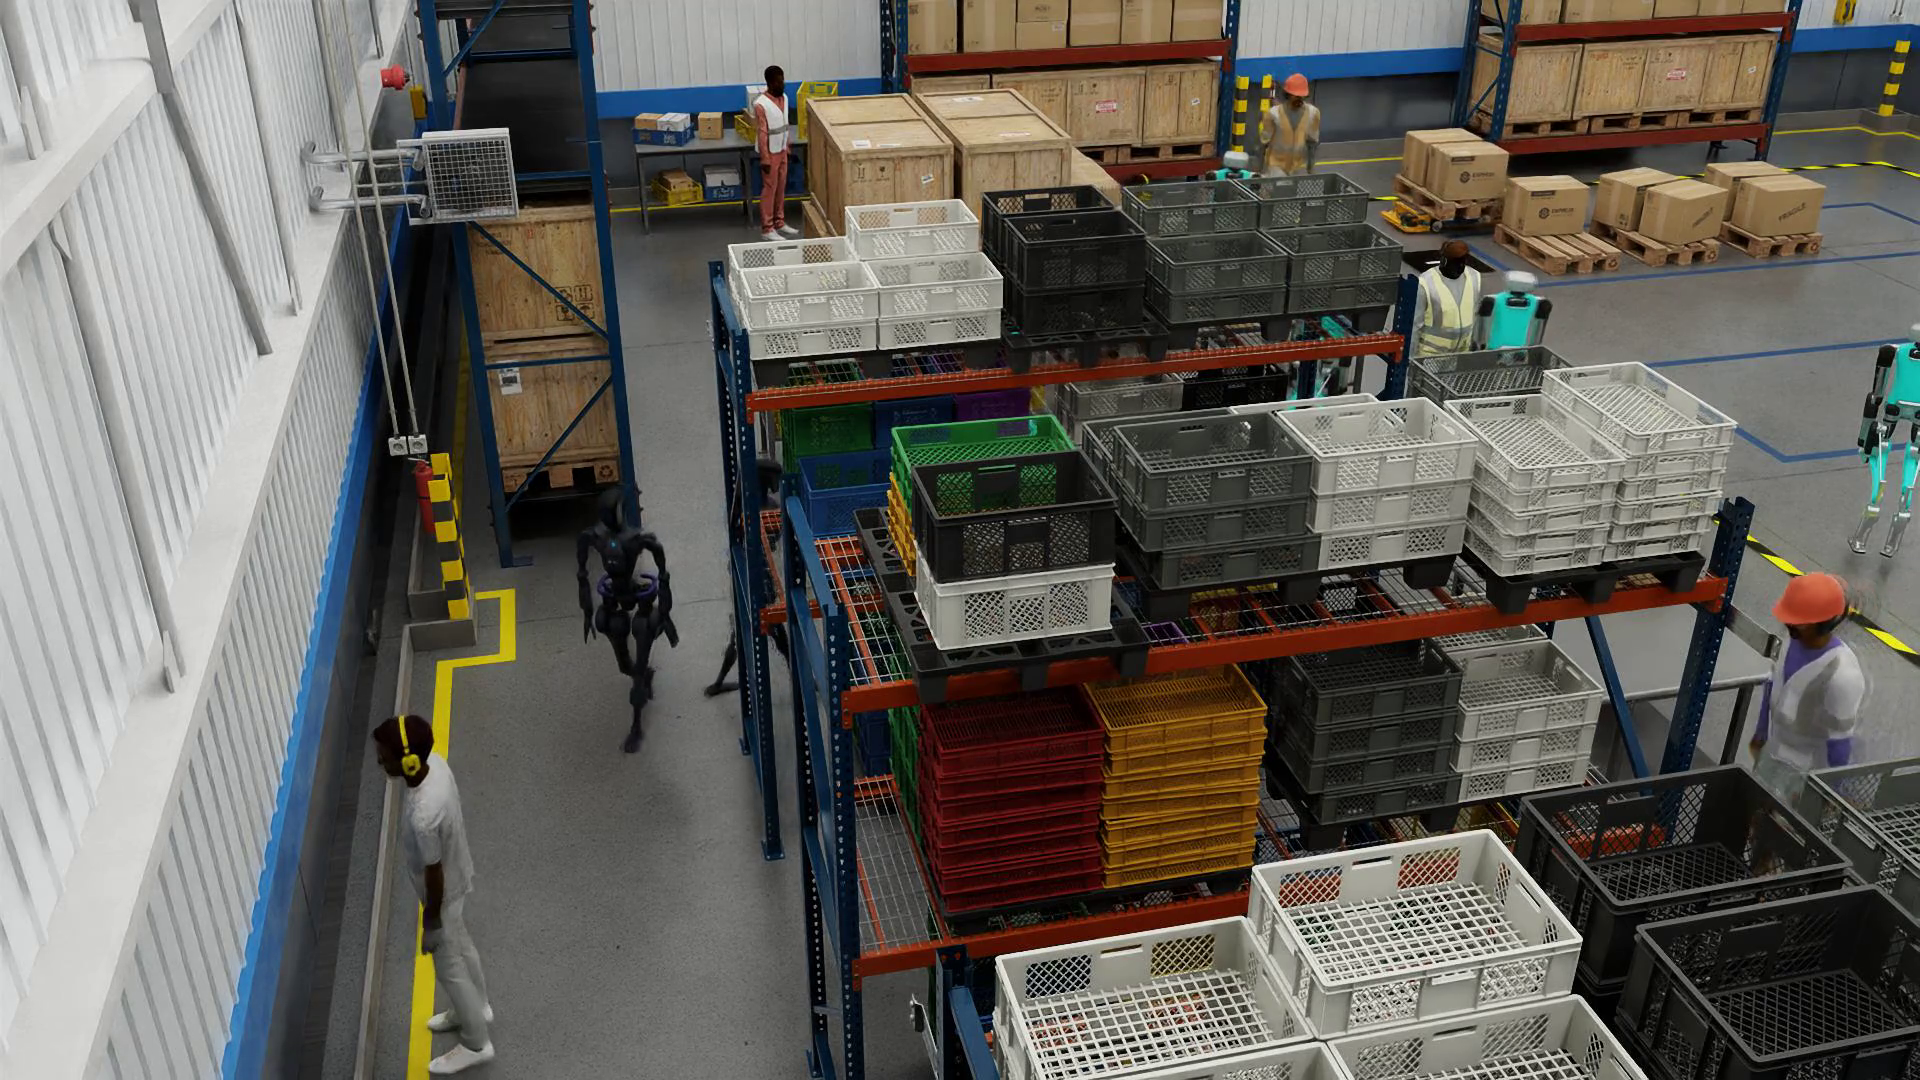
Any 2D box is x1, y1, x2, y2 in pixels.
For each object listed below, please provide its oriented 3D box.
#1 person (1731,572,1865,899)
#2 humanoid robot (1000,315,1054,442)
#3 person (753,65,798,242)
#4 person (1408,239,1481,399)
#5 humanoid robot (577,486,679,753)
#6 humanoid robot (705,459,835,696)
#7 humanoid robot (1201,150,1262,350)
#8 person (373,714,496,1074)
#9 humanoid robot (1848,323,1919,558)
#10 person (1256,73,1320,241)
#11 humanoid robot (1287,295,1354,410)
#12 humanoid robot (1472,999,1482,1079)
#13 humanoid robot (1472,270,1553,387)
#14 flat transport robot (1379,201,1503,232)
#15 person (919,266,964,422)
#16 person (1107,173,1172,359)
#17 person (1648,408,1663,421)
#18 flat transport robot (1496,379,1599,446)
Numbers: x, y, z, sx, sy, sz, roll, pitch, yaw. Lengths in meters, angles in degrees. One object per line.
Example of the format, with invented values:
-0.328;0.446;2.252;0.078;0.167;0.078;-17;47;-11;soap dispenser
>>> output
4.155;1.037;8.218;0.632;2.012;0.609;-1;28;-2;person
0.535;-0.970;12.264;0.673;1.768;0.550;7;28;12;humanoid robot
-2.065;-4.283;18.407;0.372;1.914;0.596;11;30;20;person
3.828;-1.510;13.235;0.622;1.838;0.430;-9;29;-17;person
-1.953;0.405;9.840;0.589;1.632;0.769;2;28;4;humanoid robot
-1.204;0.253;10.112;0.791;1.615;0.601;-8;29;-15;humanoid robot
2.523;-2.658;15.537;0.549;1.773;0.945;2;28;3;humanoid robot
-2.329;1.555;7.384;0.334;1.867;0.513;-6;28;-10;person
6.519;-0.634;11.536;0.533;1.672;0.735;13;30;23;humanoid robot
3.509;-4.045;17.900;0.612;1.983;1.031;-6;28;-11;person
2.621;-1.123;12.696;0.548;1.868;0.763;24;36;37;humanoid robot
2.164;2.170;6.420;0.536;1.639;0.588;-12;30;-22;humanoid robot
4.149;-1.086;12.579;0.553;1.787;0.871;2;28;4;humanoid robot
5.651;-3.780;19.188;1.431;0.197;0.652;-6;28;-12;flat transport robot
-0.136;-1.243;12.713;0.505;1.846;0.346;23;35;36;person
1.642;-2.368;14.872;0.902;1.828;0.503;-12;30;-21;person
4.222;-0.029;10.510;0.347;1.757;0.524;-21;34;-34;person
4.780;-1.036;14.013;0.659;0.231;1.431;-6;28;-12;flat transport robot
